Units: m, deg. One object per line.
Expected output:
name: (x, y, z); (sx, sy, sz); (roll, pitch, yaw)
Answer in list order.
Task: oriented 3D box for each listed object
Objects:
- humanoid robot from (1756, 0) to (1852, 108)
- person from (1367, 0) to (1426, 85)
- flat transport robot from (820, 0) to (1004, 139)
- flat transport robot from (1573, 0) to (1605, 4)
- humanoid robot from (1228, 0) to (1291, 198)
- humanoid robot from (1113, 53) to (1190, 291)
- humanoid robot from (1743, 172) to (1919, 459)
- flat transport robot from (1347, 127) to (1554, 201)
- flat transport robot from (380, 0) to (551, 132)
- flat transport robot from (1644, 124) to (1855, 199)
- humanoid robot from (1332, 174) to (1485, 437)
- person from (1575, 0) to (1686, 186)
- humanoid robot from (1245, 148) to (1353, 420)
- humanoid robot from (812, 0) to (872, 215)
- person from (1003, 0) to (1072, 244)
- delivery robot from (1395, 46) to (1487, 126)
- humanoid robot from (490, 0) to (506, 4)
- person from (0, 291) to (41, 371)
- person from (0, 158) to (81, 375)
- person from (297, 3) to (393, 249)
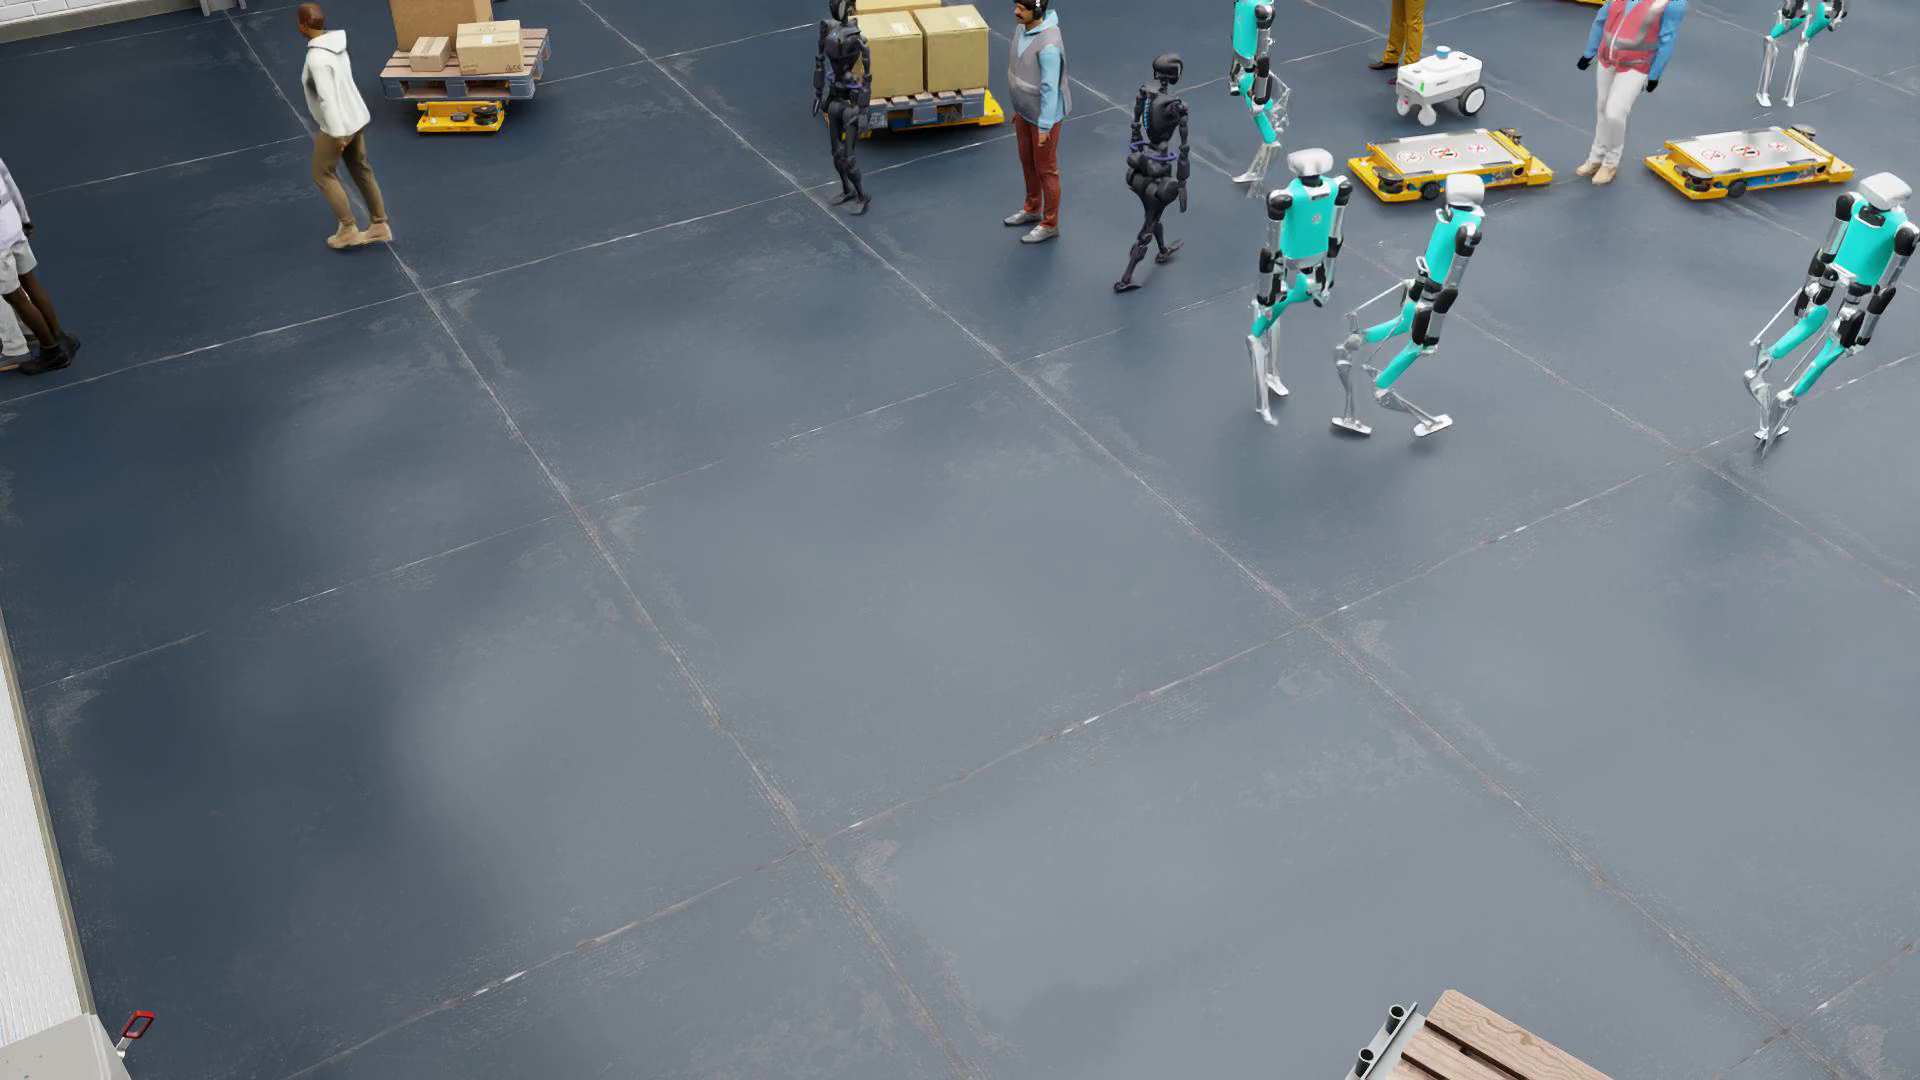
humanoid robot: (6.986, -4.424, 13.689); (0.537, 1.766, 0.705); (2, 38, 3)
person: (3.808, -4.756, 14.100); (0.345, 1.751, 0.523); (-9, 39, -12)
flat transport robot: (-0.409, -3.609, 13.846); (1.431, 0.231, 0.659); (-9, 39, -11)
flat transport robot: (6.246, -5.601, 16.359); (0.659, 0.231, 1.431); (13, 40, 15)
humanoid robot: (2.324, -3.396, 12.415); (0.711, 1.819, 0.551); (-11, 40, -13)
humanoid robot: (1.363, -2.542, 11.397); (0.753, 1.623, 0.589); (-25, 45, -28)
humanoid robot: (4.947, -1.195, 9.708); (0.724, 1.918, 0.549); (-16, 41, -19)
flat transport robot: (3.831, -2.933, 12.992); (1.431, 0.231, 0.659); (-9, 39, -11)
flat transport robot: (-4.135, -3.843, 14.141); (0.659, 0.231, 1.431); (-1, 38, -1)
flat transport robot: (6.185, -2.957, 13.023); (1.431, 0.231, 0.659); (-9, 39, -12)
humanoid robot: (2.563, -1.321, 9.782); (0.926, 1.753, 0.537); (1, 38, 1)
person: (4.989, -3.599, 12.580); (0.531, 1.831, 0.644); (-20, 43, -23)
humanoid robot: (1.944, -1.615, 10.148); (0.547, 1.798, 0.731); (-14, 40, -17)
humanoid robot: (-0.858, -3.235, 12.232); (0.584, 1.648, 0.341); (29, 47, 32)
person: (0.555, -3.041, 11.846); (0.422, 1.870, 0.528); (-18, 42, -21)
delivery robot: (4.007, -3.818, 13.879); (0.767, 0.595, 0.513); (-21, 43, -24)
humanoid robot: (-4.688, -5.734, 15.424); (0.736, 1.631, 0.601); (-21, 43, -24)
person: (-6.243, -1.963, 10.478); (0.341, 1.875, 0.575); (-5, 39, -6)
person: (-6.060, -1.918, 10.386); (0.428, 1.914, 0.611); (3, 39, 4)
person: (-4.444, -2.906, 11.773); (0.574, 1.736, 0.538); (1, 38, 1)
